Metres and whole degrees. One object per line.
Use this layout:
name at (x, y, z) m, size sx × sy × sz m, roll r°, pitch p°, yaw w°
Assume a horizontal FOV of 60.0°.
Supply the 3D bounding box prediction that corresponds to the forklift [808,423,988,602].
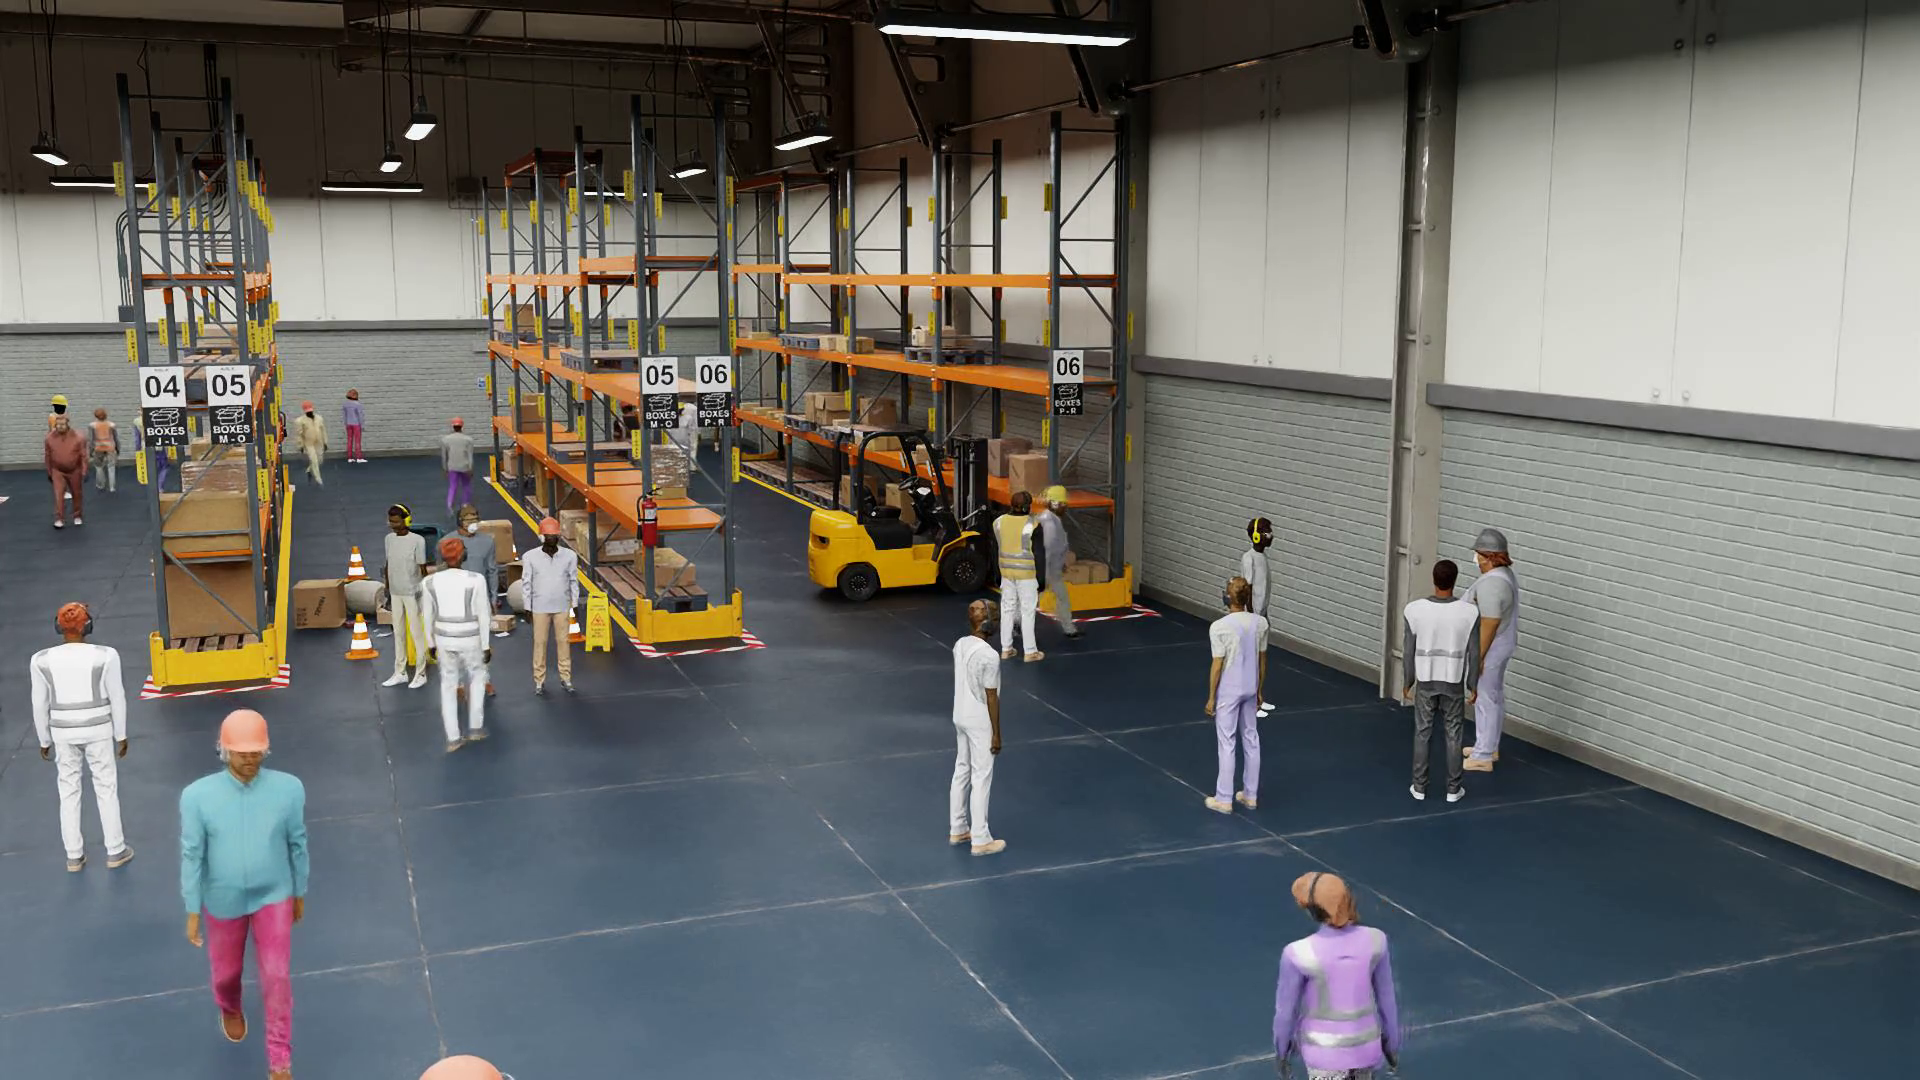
forklift at (-0.830, -0.399, 21.676) m, size 2.313 × 2.155 × 1.214 m, roll -4°, pitch 10°, yaw -21°

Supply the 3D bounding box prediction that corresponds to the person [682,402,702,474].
person at (-5.630, -2.263, 34.865) m, size 0.612 × 1.740 × 0.449 m, roll 5°, pitch 10°, yaw 30°

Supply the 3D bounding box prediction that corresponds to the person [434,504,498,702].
person at (-4.796, 0.600, 16.230) m, size 0.622 × 1.932 × 0.371 m, roll -8°, pitch 12°, yaw -43°

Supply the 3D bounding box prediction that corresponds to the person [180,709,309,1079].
person at (-3.669, 1.801, 8.555) m, size 0.619 × 1.968 × 0.861 m, roll -5°, pitch 10°, yaw -27°

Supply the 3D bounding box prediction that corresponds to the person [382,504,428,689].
person at (-5.577, 0.560, 16.684) m, size 0.512 × 1.865 × 0.329 m, roll 3°, pitch 10°, yaw 19°

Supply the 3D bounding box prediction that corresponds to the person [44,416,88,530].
person at (-14.638, -1.113, 27.270) m, size 0.652 × 1.846 × 0.958 m, roll -4°, pitch 10°, yaw -22°

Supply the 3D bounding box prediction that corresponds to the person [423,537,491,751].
person at (-4.387, 0.890, 14.619) m, size 0.608 × 1.857 × 0.692 m, roll 0°, pitch 9°, yaw 1°

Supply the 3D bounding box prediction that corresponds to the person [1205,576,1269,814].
person at (2.119, 1.185, 12.801) m, size 0.508 × 1.846 × 0.345 m, roll -4°, pitch 10°, yaw -24°

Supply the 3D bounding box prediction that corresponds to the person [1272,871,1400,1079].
person at (1.594, 2.195, 7.187) m, size 0.551 × 1.597 × 0.758 m, roll -3°, pitch 10°, yaw -20°

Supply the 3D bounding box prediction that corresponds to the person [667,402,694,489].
person at (-5.406, -1.843, 32.116) m, size 0.533 × 1.765 × 0.329 m, roll -3°, pitch 10°, yaw -21°

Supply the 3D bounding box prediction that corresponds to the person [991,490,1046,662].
person at (0.652, 0.383, 17.861) m, size 0.634 × 1.842 × 0.429 m, roll 6°, pitch 11°, yaw 32°

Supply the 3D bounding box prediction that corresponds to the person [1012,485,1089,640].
person at (0.965, 0.257, 18.842) m, size 0.922 × 1.796 × 0.590 m, roll 0°, pitch 9°, yaw 1°

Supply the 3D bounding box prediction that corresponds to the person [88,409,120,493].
person at (-16.380, -1.713, 31.814) m, size 0.550 × 1.589 × 0.850 m, roll -6°, pitch 11°, yaw -35°

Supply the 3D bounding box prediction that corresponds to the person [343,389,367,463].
person at (-13.404, -2.522, 36.797) m, size 0.498 × 1.633 × 0.279 m, roll 3°, pitch 10°, yaw 20°

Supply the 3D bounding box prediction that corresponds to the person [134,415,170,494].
person at (-14.739, -1.648, 30.434) m, size 0.629 × 1.905 × 0.454 m, roll -3°, pitch 9°, yaw -16°

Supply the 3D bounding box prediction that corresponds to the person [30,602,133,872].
person at (-6.095, 1.365, 11.554) m, size 0.574 × 1.882 × 0.358 m, roll -2°, pitch 9°, yaw -15°

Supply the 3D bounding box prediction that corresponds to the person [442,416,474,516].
person at (-8.637, -1.262, 28.588) m, size 0.562 × 1.727 × 0.702 m, roll 0°, pitch 9°, yaw -1°

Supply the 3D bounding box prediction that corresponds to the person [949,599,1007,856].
person at (0.129, 1.332, 11.929) m, size 0.348 × 1.837 × 0.503 m, roll -6°, pitch 11°, yaw -33°

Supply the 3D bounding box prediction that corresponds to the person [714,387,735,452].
person at (-5.567, -3.080, 39.030) m, size 0.607 × 2.044 × 0.378 m, roll -4°, pitch 10°, yaw -21°

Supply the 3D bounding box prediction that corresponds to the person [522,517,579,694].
person at (-4.053, 0.642, 16.495) m, size 0.563 × 1.755 × 0.320 m, roll -4°, pitch 10°, yaw -21°

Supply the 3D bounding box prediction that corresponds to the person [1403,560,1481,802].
person at (3.773, 1.107, 13.067) m, size 0.591 × 1.919 × 0.392 m, roll 3°, pitch 9°, yaw 17°

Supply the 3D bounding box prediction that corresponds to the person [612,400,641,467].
person at (-5.861, -1.576, 29.688) m, size 0.637 × 2.016 × 0.789 m, roll -5°, pitch 10°, yaw -30°

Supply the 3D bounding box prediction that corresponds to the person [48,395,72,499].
person at (-16.707, -1.732, 30.906) m, size 0.368 × 1.927 × 0.584 m, roll -3°, pitch 10°, yaw -20°

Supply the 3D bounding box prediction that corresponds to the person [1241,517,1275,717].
person at (2.808, 0.716, 15.664) m, size 0.328 × 1.876 × 0.514 m, roll 4°, pitch 10°, yaw 24°

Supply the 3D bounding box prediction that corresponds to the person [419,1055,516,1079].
person at (-1.362, 2.396, 4.735) m, size 0.608 × 1.987 × 0.391 m, roll 7°, pitch 11°, yaw 36°

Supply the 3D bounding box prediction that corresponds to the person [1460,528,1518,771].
person at (4.375, 0.904, 13.956) m, size 0.537 × 2.000 × 0.682 m, roll 5°, pitch 10°, yaw 28°

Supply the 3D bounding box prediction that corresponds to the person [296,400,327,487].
person at (-12.744, -1.905, 32.646) m, size 0.681 × 1.715 × 0.590 m, roll 7°, pitch 12°, yaw 39°
